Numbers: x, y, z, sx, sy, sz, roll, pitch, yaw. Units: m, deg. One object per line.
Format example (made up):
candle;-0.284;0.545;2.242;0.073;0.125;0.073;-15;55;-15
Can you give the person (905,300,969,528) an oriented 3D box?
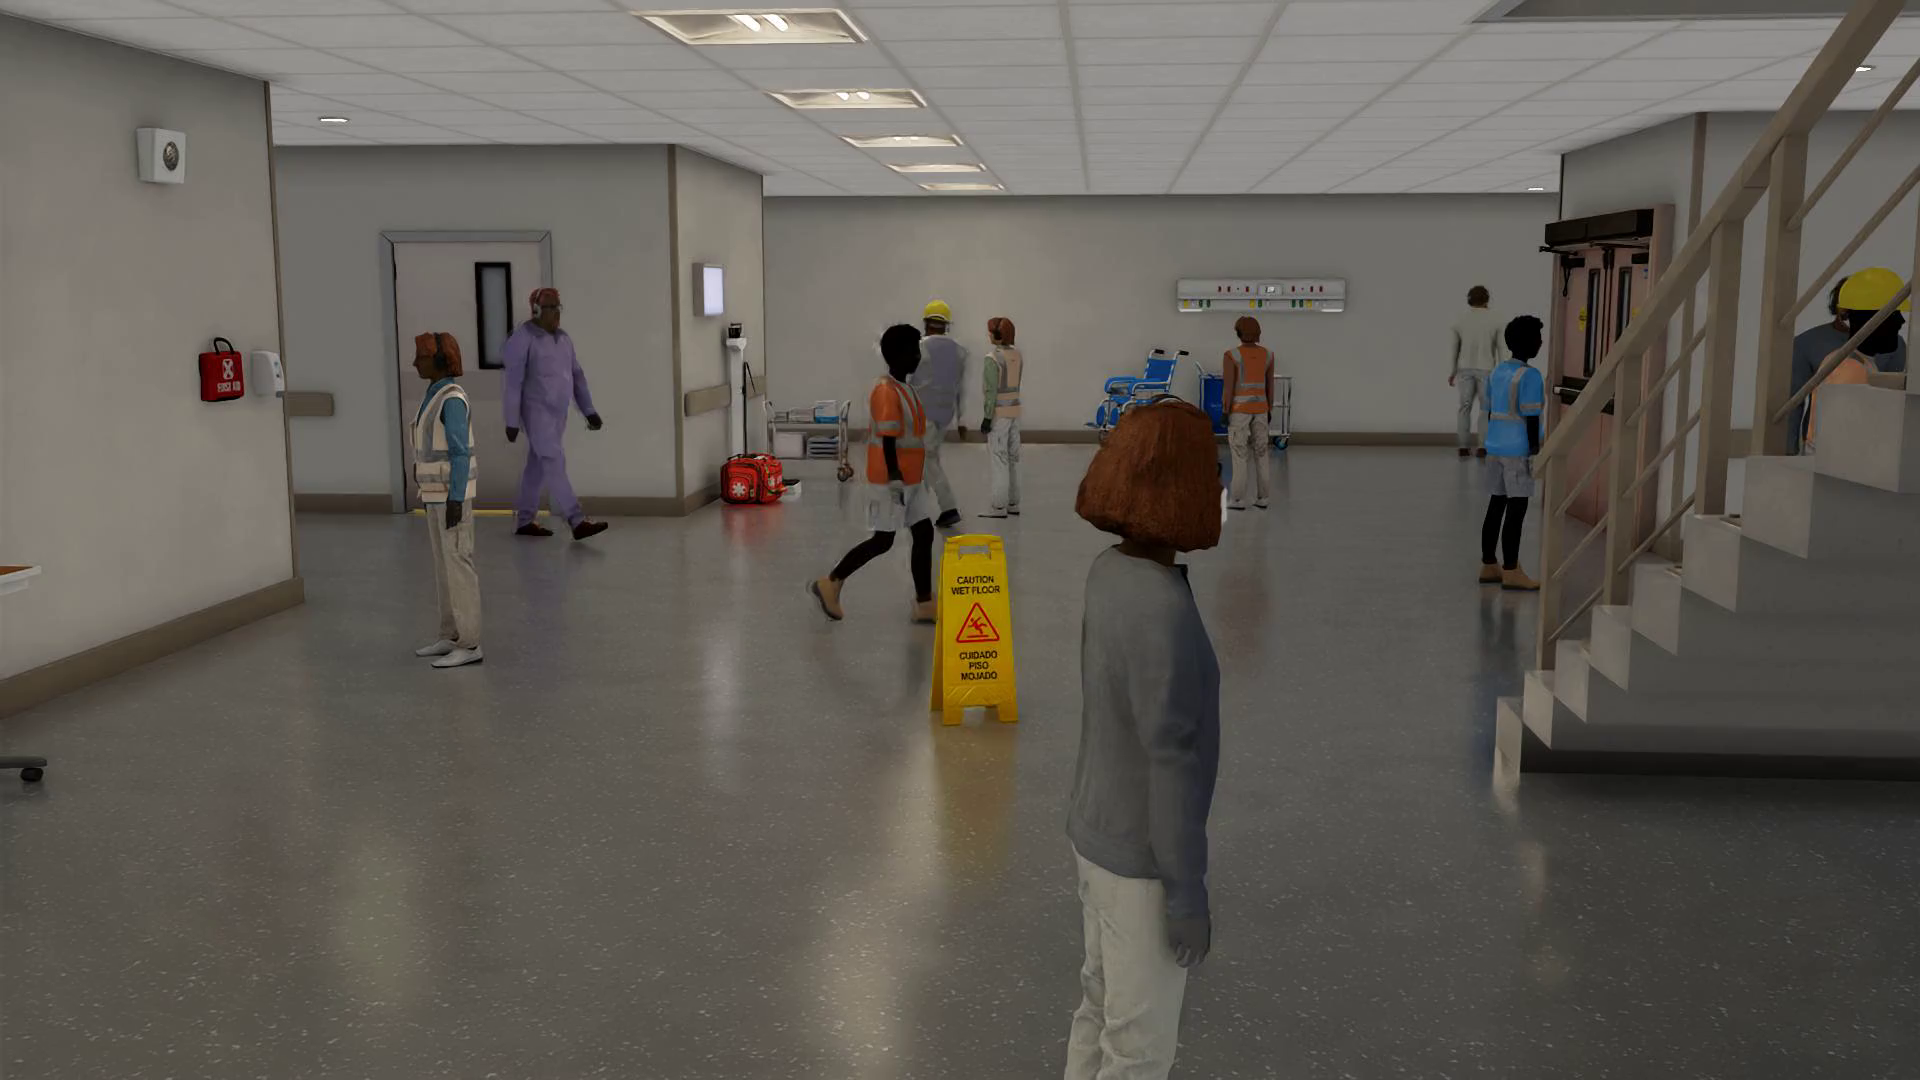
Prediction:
person;-0.231;-0.998;13.135;0.594;1.784;0.905;-7;11;-38

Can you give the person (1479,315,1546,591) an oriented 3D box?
person;3.436;-0.541;10.299;0.317;1.696;0.540;-2;9;-10

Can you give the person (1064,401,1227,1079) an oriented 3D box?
person;0.334;0.571;2.956;0.284;1.634;0.498;-1;8;-7

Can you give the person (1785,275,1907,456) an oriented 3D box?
person;5.047;-0.541;9.528;0.636;1.931;0.377;2;9;15

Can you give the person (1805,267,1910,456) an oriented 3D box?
person;3.707;-0.159;6.927;0.384;1.928;0.589;5;10;29

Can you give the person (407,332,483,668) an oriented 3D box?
person;-2.527;-0.199;8.176;0.306;1.639;0.523;-5;10;-30

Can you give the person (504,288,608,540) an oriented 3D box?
person;-2.962;-0.921;12.308;0.989;1.859;0.656;3;9;20

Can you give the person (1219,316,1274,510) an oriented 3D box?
person;2.437;-1.073;14.118;0.523;1.638;0.311;-4;9;-25

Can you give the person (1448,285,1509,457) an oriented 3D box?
person;5.797;-1.876;18.644;0.674;1.928;0.365;5;10;30

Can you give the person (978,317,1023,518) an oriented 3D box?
person;0.345;-1.001;13.614;0.307;1.644;0.514;5;10;30

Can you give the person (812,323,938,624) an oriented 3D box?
person;-0.410;-0.350;9.079;0.769;1.665;0.532;2;9;15
